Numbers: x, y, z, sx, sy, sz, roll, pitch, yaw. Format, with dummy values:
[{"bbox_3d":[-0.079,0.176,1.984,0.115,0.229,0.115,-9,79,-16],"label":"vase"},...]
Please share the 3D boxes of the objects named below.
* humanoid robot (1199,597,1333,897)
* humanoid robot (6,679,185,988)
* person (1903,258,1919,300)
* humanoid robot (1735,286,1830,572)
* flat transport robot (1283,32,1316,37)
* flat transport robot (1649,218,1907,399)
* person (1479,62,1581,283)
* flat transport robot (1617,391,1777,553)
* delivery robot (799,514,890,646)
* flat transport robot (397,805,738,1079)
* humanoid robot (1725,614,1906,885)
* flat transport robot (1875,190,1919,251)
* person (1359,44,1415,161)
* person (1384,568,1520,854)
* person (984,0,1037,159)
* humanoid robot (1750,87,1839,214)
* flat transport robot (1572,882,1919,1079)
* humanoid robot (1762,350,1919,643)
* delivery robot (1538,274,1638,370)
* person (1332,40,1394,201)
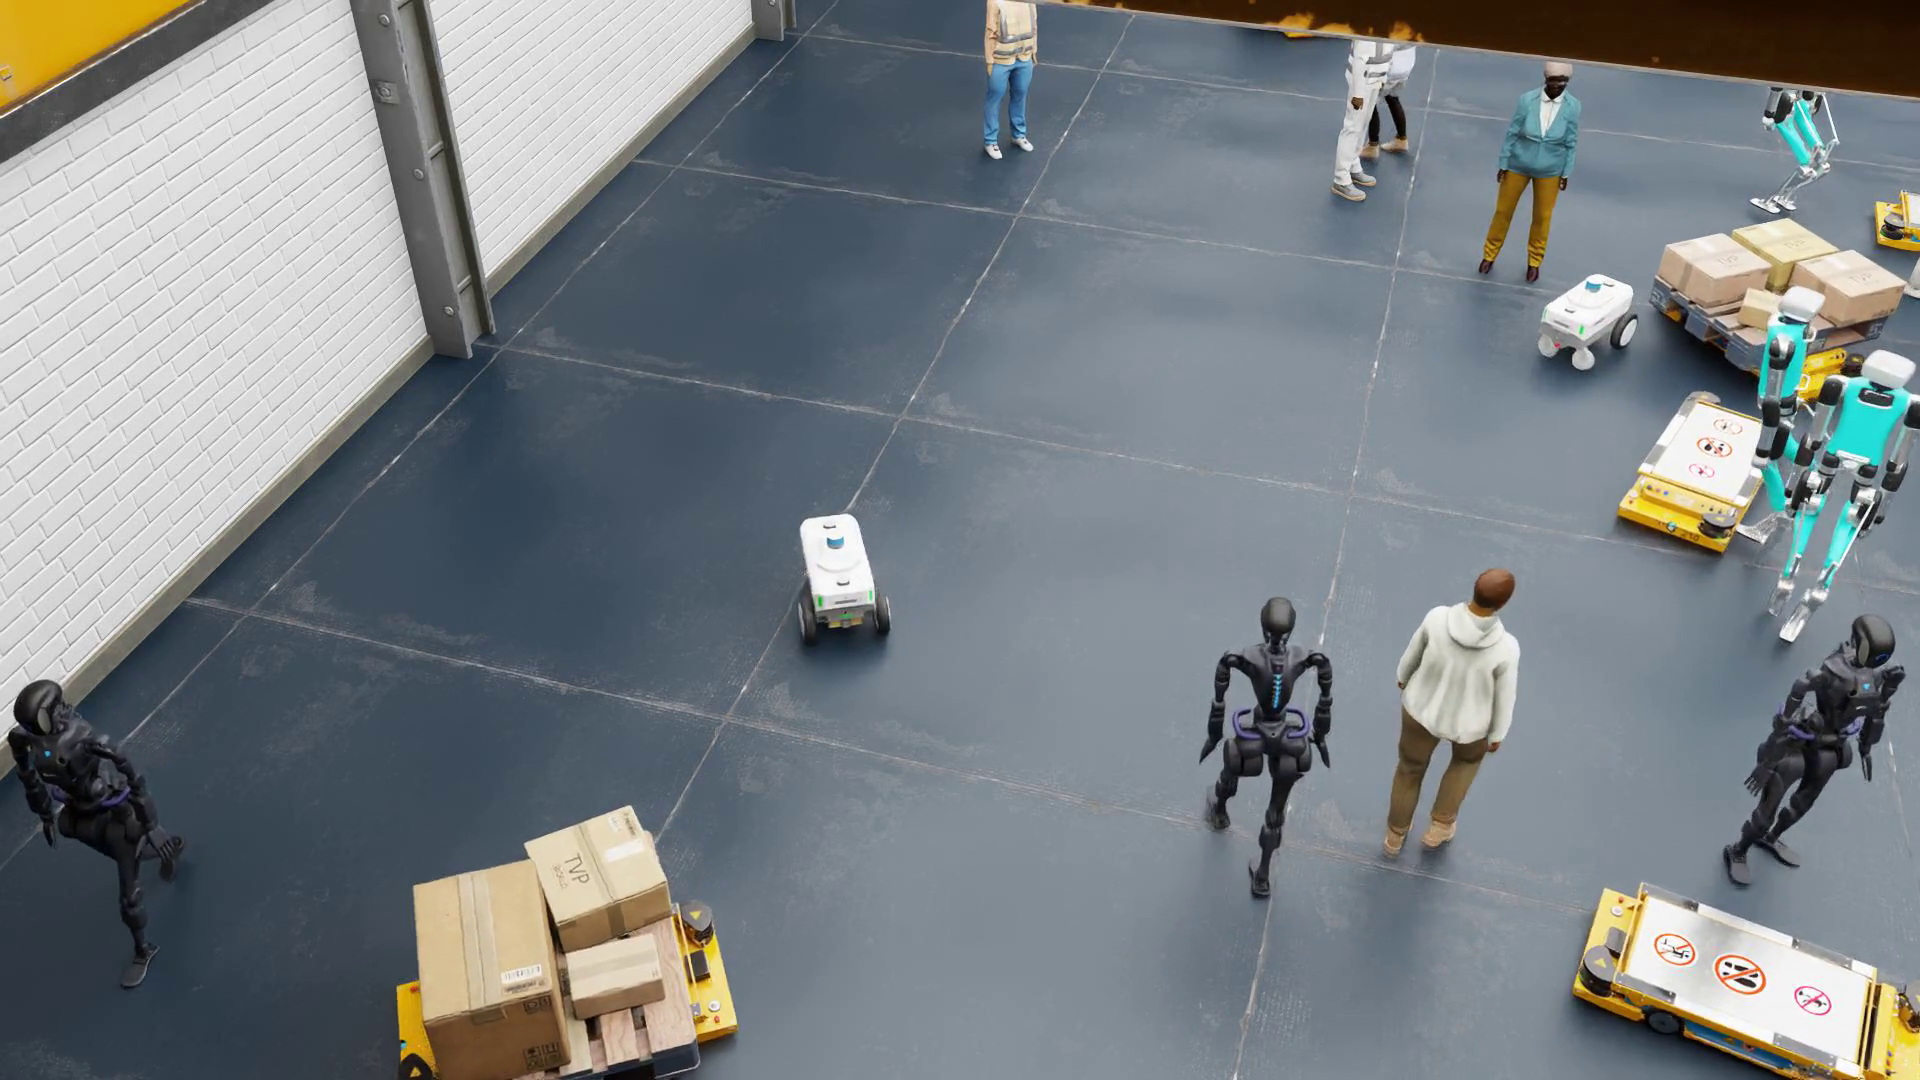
[{"bbox_3d":[1.437,0.890,7.788,0.612,1.632,0.679,0,39,0],"label":"humanoid robot"},{"bbox_3d":[-3.820,1.189,7.450,0.615,1.635,0.796,4,39,5],"label":"humanoid robot"},{"bbox_3d":[7.235,-2.503,12.021,0.514,1.641,0.308,-10,40,-12],"label":"person"},{"bbox_3d":[4.829,-0.535,9.592,0.735,1.891,0.550,20,43,23],"label":"humanoid robot"},{"bbox_3d":[3.397,-5.441,16.772,0.659,0.231,1.431,-7,39,-8],"label":"flat transport robot"},{"bbox_3d":[5.675,-1.476,11.840,0.659,0.231,1.431,-14,41,-16],"label":"flat transport robot"},{"bbox_3d":[4.212,-2.710,12.201,0.528,1.747,0.348,12,40,14],"label":"person"},{"bbox_3d":[4.753,-0.460,10.577,0.659,0.231,1.431,24,45,27],"label":"flat transport robot"},{"bbox_3d":[-0.703,0.186,9.521,0.499,0.566,0.742,-8,39,-9],"label":"delivery robot"},{"bbox_3d":[-1.765,2.070,7.430,1.431,0.231,0.659,-11,40,-14],"label":"flat transport robot"},{"bbox_3d":[3.956,0.950,7.697,0.601,1.649,0.356,-6,39,-7],"label":"humanoid robot"},{"bbox_3d":[7.957,-2.400,12.990,1.431,0.231,0.659,14,41,16],"label":"flat transport robot"},{"bbox_3d":[3.572,-3.911,13.755,0.446,1.665,0.571,22,44,25],"label":"person"},{"bbox_3d":[2.290,0.817,7.803,0.564,1.748,0.489,19,42,22],"label":"person"},{"bbox_3d":[0.412,-4.037,13.869,0.483,1.720,0.377,-19,43,-22],"label":"person"},{"bbox_3d":[6.599,-3.324,12.896,0.530,1.709,0.737,-16,41,-19],"label":"humanoid robot"},{"bbox_3d":[3.559,2.044,7.462,1.431,0.231,0.659,19,43,22],"label":"flat transport robot"},{"bbox_3d":[4.678,-0.100,8.985,0.540,1.814,0.738,22,44,25],"label":"humanoid robot"},{"bbox_3d":[4.438,-1.583,11.748,0.771,0.599,0.519,-30,48,-32],"label":"delivery robot"},{"bbox_3d":[3.259,-3.661,13.272,0.356,1.882,0.572,20,43,23],"label":"person"}]
